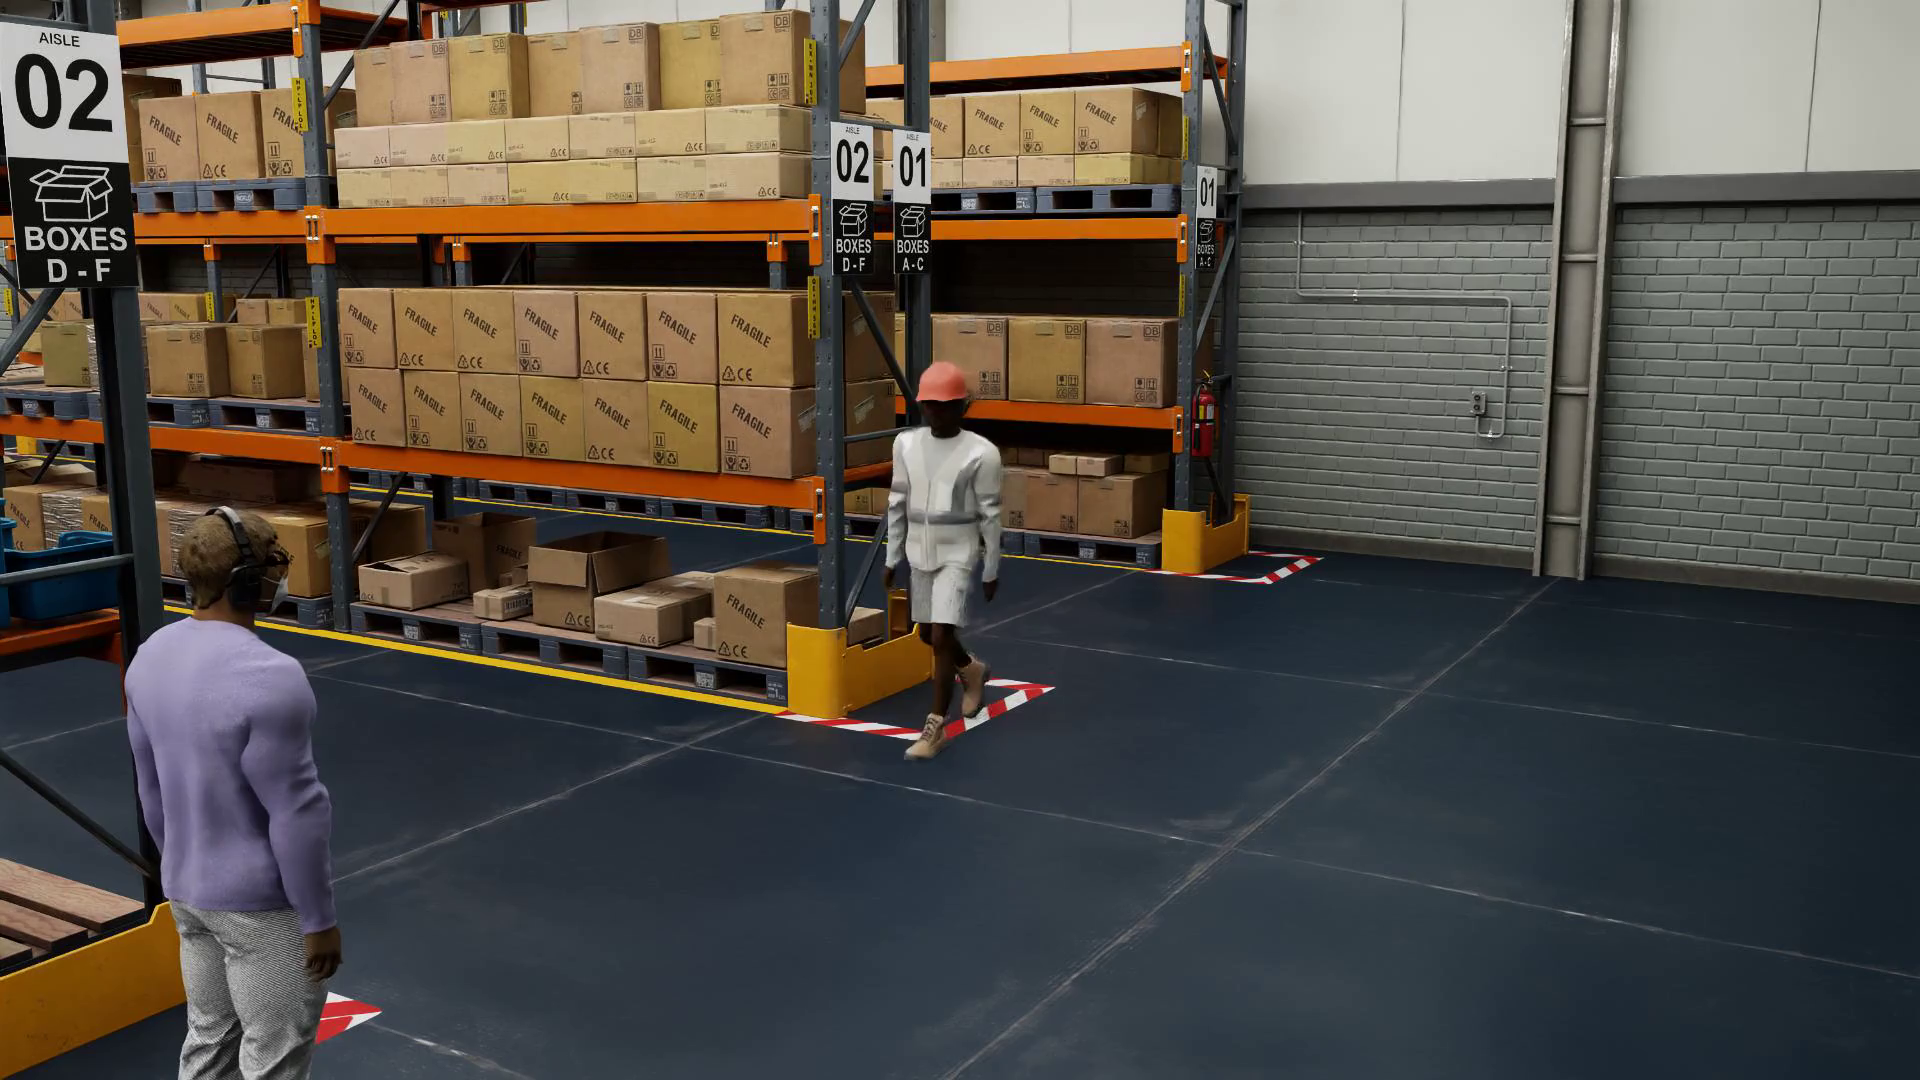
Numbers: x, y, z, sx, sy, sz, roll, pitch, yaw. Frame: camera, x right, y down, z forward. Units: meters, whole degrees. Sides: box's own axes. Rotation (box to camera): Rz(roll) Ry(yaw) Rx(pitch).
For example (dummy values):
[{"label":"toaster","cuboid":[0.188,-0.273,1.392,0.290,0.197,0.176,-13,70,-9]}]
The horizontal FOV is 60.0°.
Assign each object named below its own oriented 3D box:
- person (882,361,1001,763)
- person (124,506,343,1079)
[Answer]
[{"label":"person","cuboid":[-0.041,0.072,8.617,0.608,2.017,0.933,6,11,31]},{"label":"person","cuboid":[-1.751,0.878,4.097,0.627,1.941,0.370,6,12,32]}]
